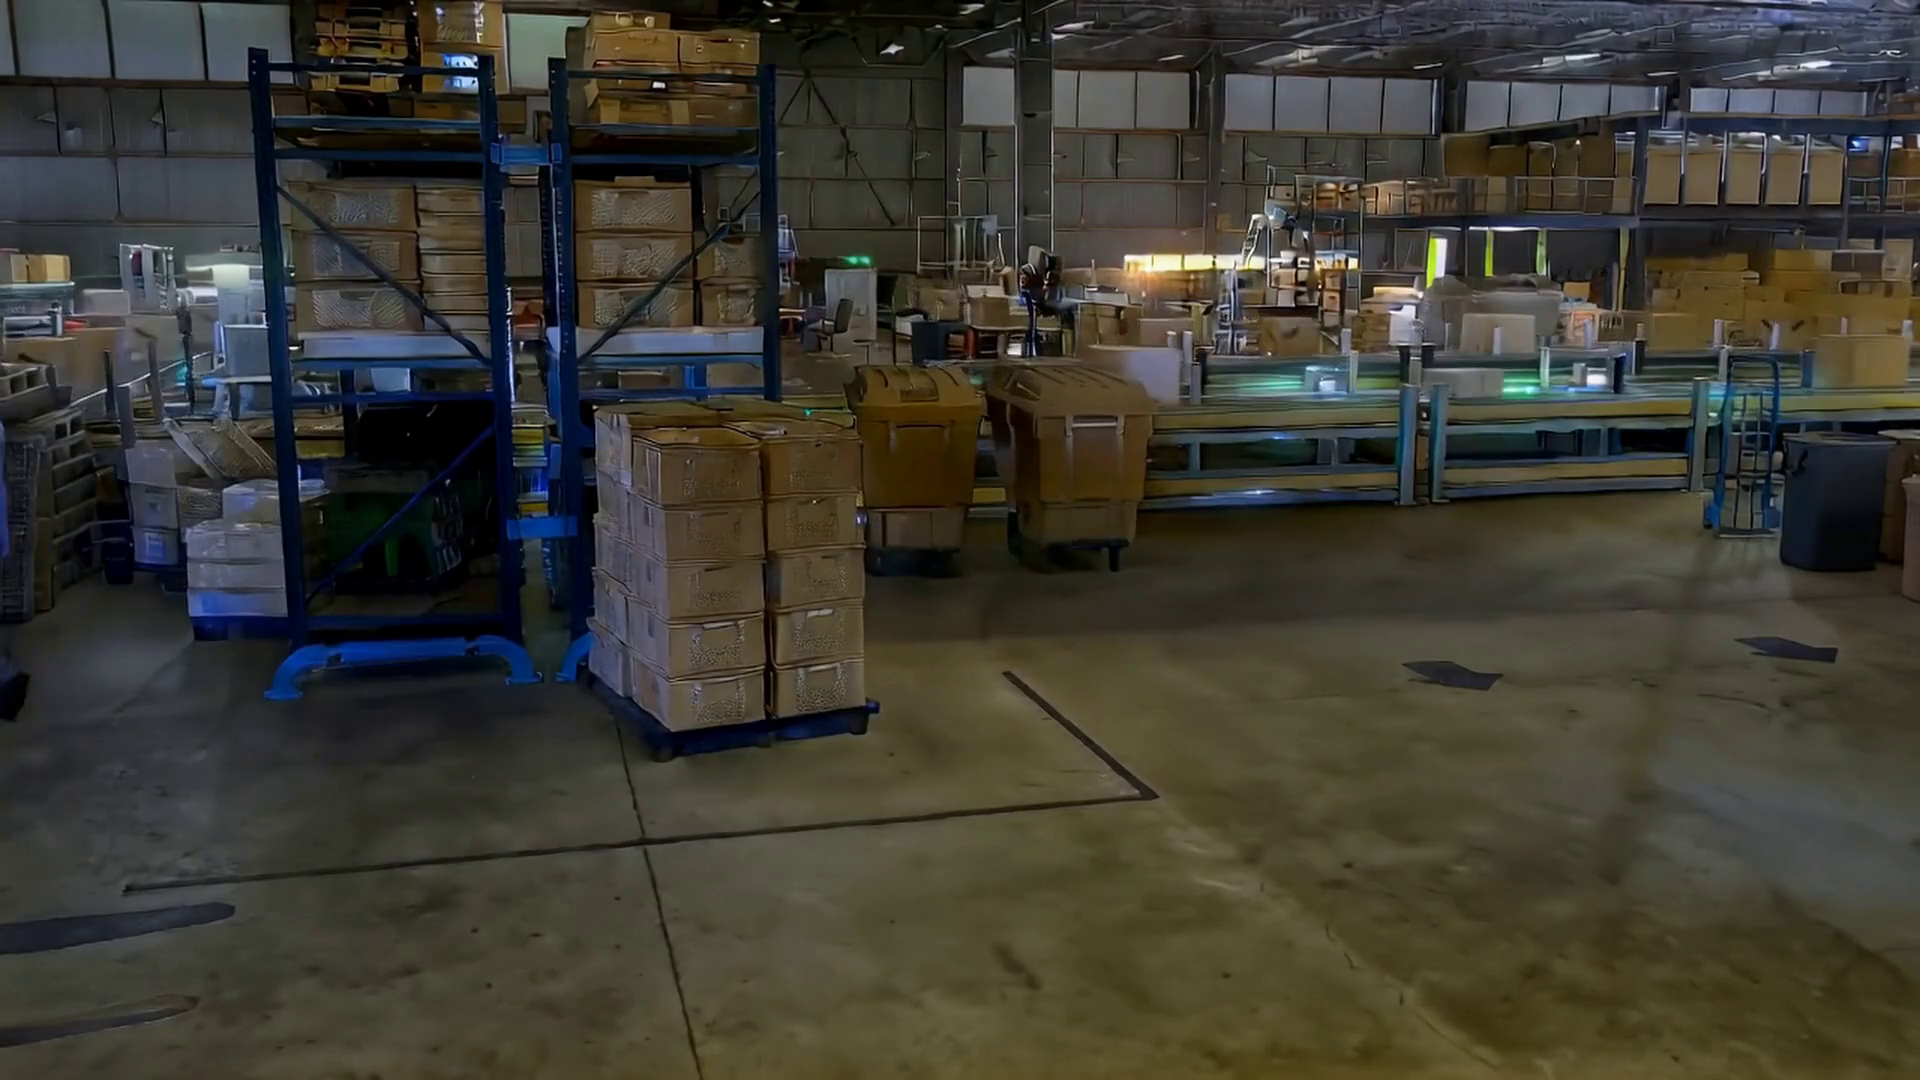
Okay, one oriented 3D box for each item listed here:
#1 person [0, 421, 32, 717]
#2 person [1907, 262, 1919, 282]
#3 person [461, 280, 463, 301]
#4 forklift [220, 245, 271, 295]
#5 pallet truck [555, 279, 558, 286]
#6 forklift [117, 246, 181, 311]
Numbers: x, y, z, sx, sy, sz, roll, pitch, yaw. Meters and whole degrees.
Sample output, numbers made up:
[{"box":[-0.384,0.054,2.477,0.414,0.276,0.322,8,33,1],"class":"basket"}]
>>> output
[{"box":[-4.530,-0.058,7.538,0.797,1.742,0.530,5,11,24],"class":"person"},{"box":[23.077,-5.818,40.104,0.534,1.744,0.688,-1,10,-8],"class":"person"},{"box":[-10.493,-4.983,34.722,0.604,1.998,1.038,4,11,21],"class":"person"},{"box":[-17.749,-6.334,41.440,1.157,1.987,2.680,-3,10,-17],"class":"forklift"},{"box":[-10.604,-6.375,44.520,0.653,1.274,1.630,-3,10,-15],"class":"pallet truck"},{"box":[-19.966,-6.232,40.894,1.157,1.987,2.680,-3,10,-15],"class":"forklift"}]
